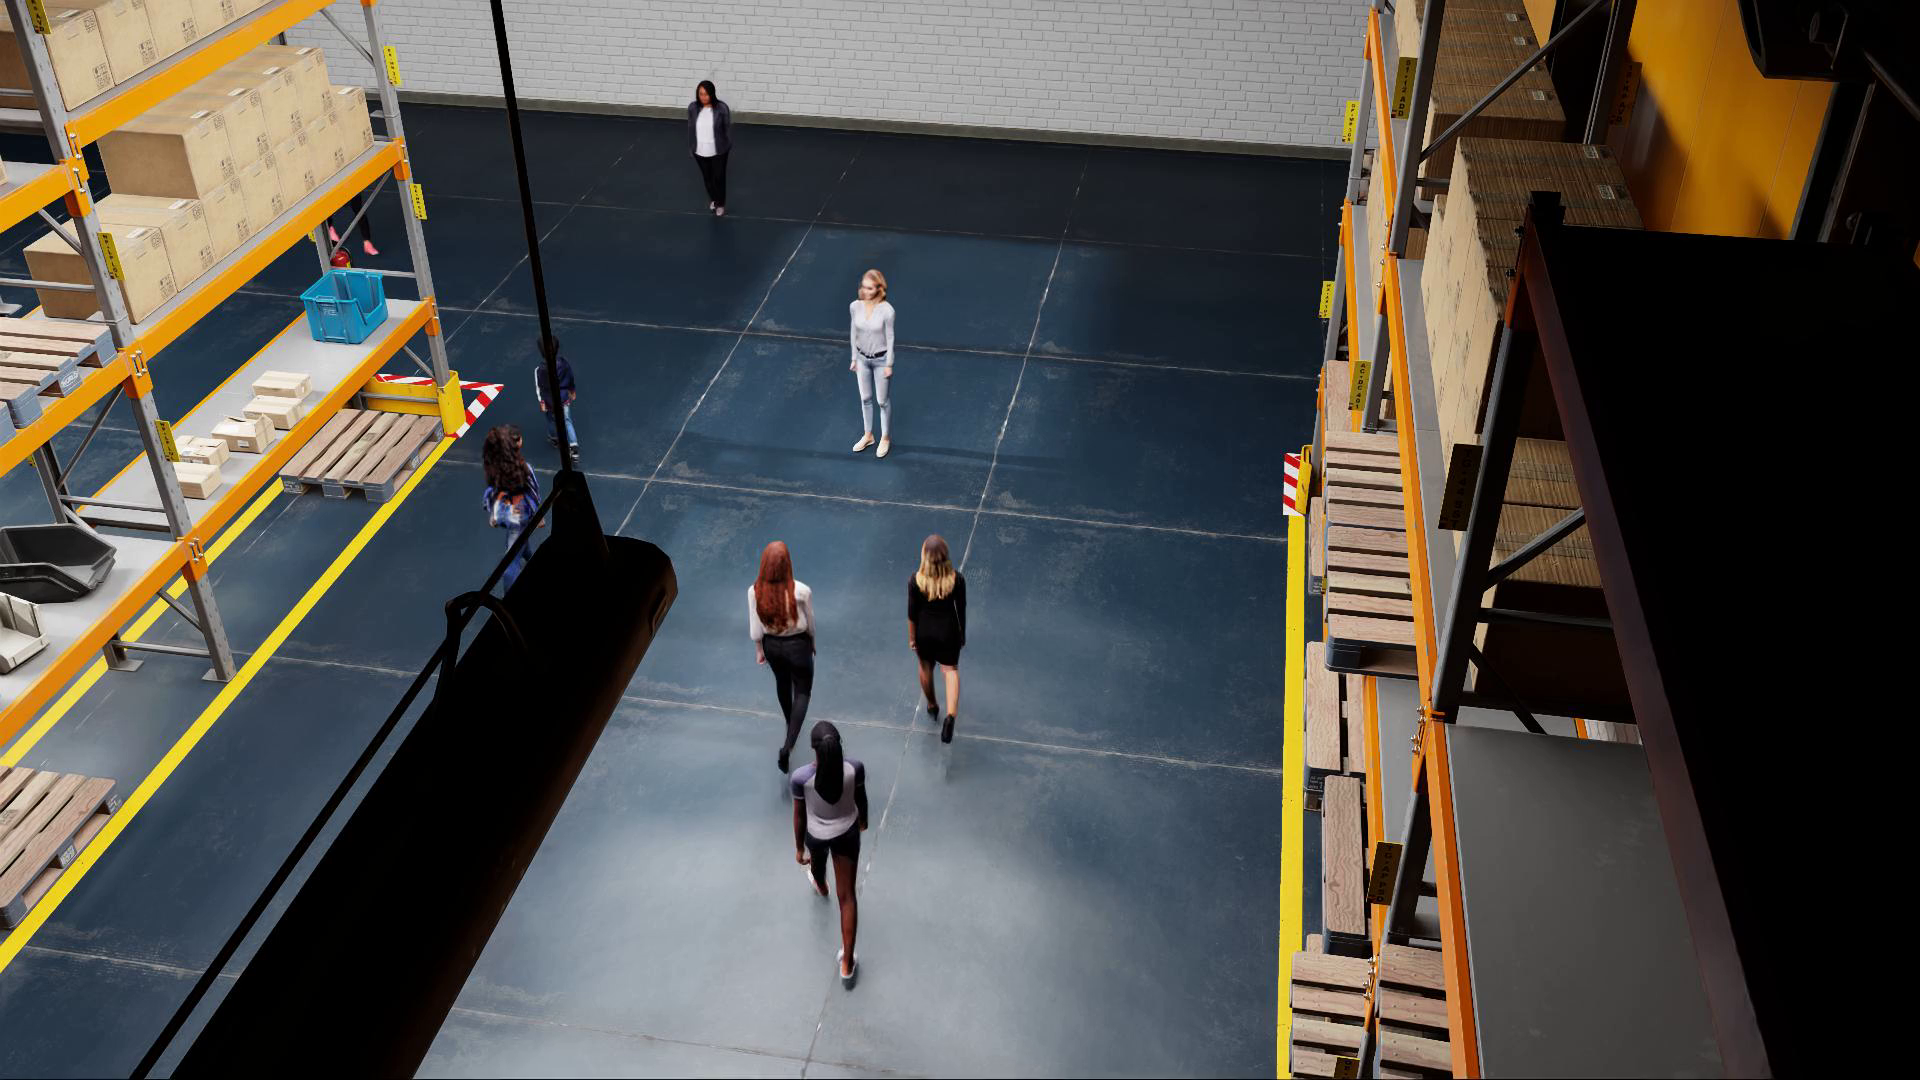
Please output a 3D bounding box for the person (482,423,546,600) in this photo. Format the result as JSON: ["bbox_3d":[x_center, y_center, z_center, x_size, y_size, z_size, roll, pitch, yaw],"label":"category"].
[{"bbox_3d":[-3.507,-0.122,12.941,0.807,1.573,1.047,17,37,24],"label":"person"}]

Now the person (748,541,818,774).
[{"bbox_3d":[-1.186,0.821,11.373,0.601,1.739,1.005,4,34,6],"label":"person"}]

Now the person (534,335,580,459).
[{"bbox_3d":[-3.629,-1.281,15.016,0.813,1.207,0.899,-18,38,-25],"label":"person"}]

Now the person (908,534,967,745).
[{"bbox_3d":[-0.158,0.719,11.600,0.726,1.658,0.987,-4,34,-6],"label":"person"}]

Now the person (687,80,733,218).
[{"bbox_3d":[-2.958,-4.695,19.817,0.698,1.579,0.725,3,34,4],"label":"person"}]

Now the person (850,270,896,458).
[{"bbox_3d":[-0.778,-1.606,14.973,0.640,1.795,0.604,14,36,20],"label":"person"}]

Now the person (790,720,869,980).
[{"bbox_3d":[-0.746,1.844,9.899,0.974,1.667,1.303,-8,34,-11],"label":"person"}]
